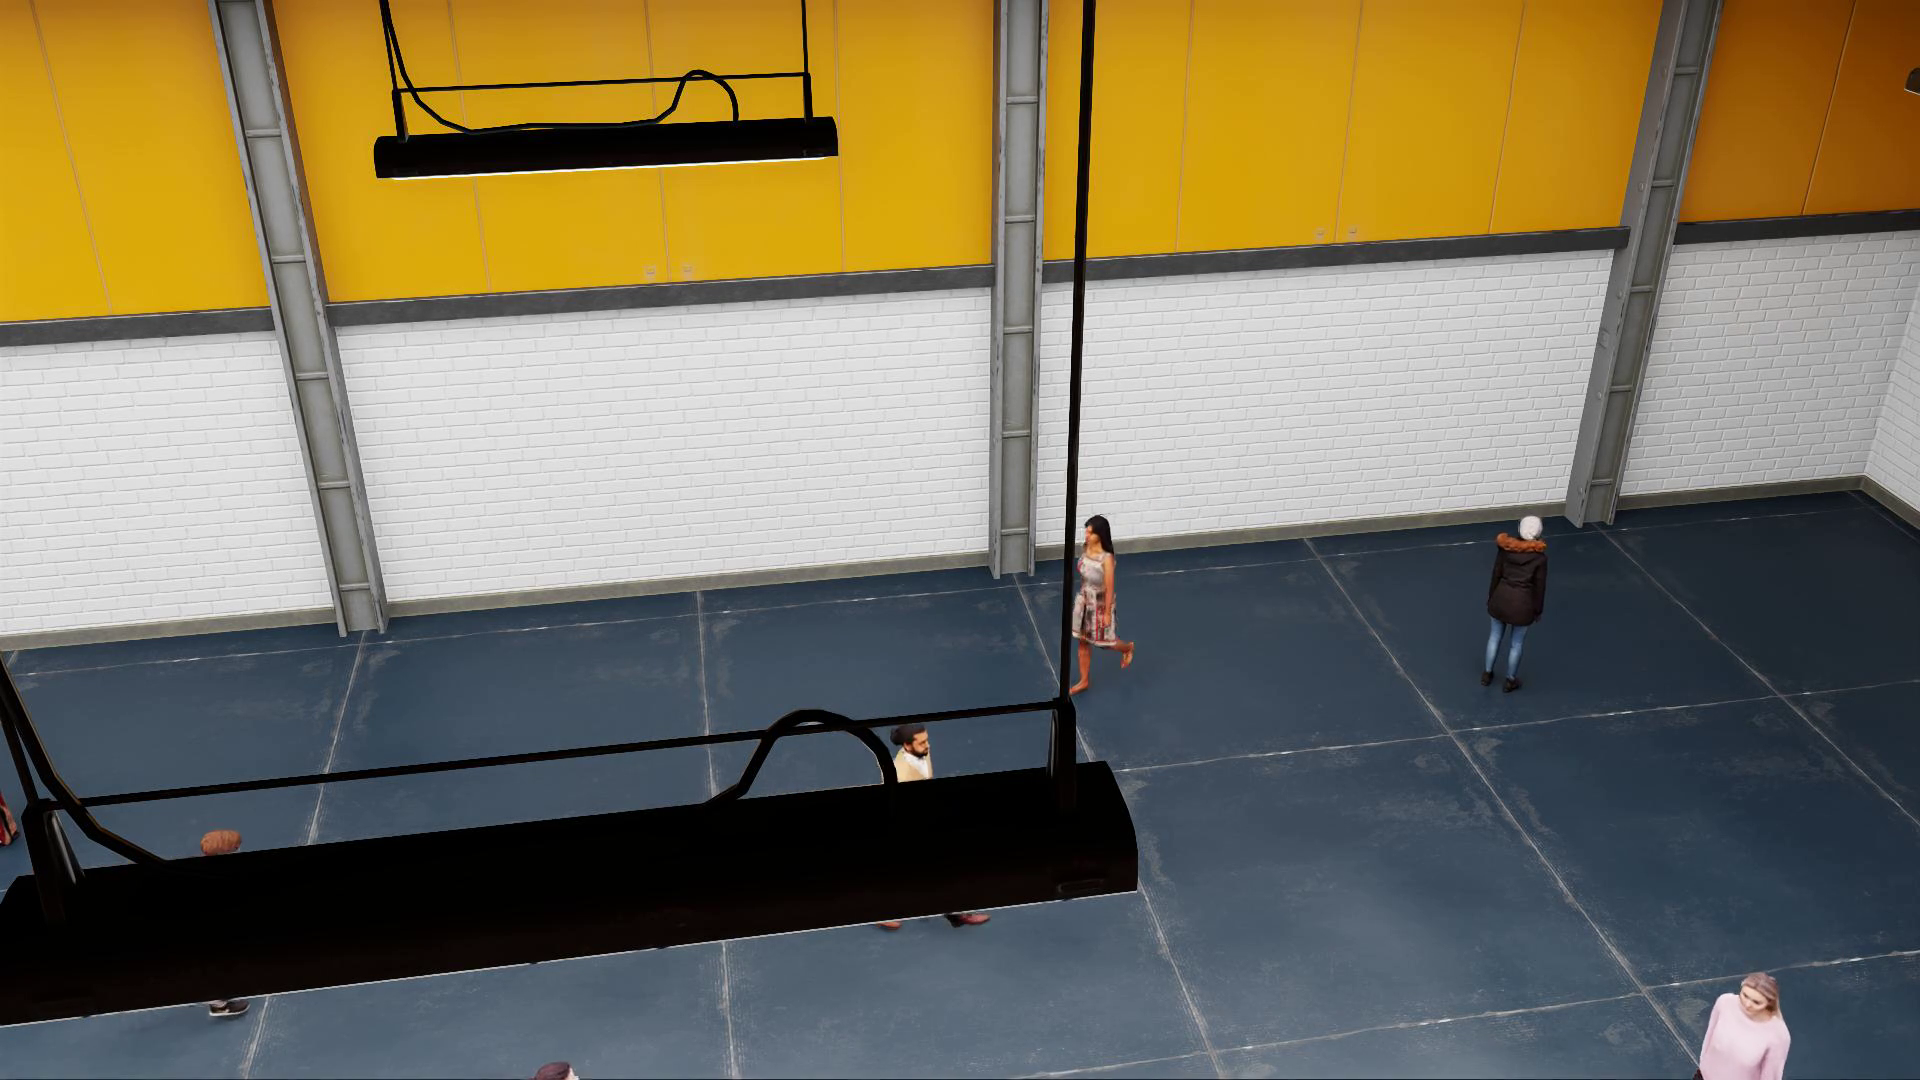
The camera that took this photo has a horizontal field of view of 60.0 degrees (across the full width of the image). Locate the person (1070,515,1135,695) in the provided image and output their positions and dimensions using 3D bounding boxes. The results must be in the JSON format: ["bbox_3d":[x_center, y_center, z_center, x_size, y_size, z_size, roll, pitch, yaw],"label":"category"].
[{"bbox_3d":[1.201,0.521,13.897,1.053,1.634,0.899,-19,34,-31],"label":"person"}]

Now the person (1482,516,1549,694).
[{"bbox_3d":[4.633,0.518,13.903,0.735,1.633,0.790,17,33,28],"label":"person"}]

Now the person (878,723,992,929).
[{"bbox_3d":[-0.432,1.942,11.216,1.243,1.705,1.070,11,31,19],"label":"person"}]

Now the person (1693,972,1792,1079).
[{"bbox_3d":[4.362,3.027,9.285,1.110,1.650,0.935,-23,36,-35],"label":"person"}]
